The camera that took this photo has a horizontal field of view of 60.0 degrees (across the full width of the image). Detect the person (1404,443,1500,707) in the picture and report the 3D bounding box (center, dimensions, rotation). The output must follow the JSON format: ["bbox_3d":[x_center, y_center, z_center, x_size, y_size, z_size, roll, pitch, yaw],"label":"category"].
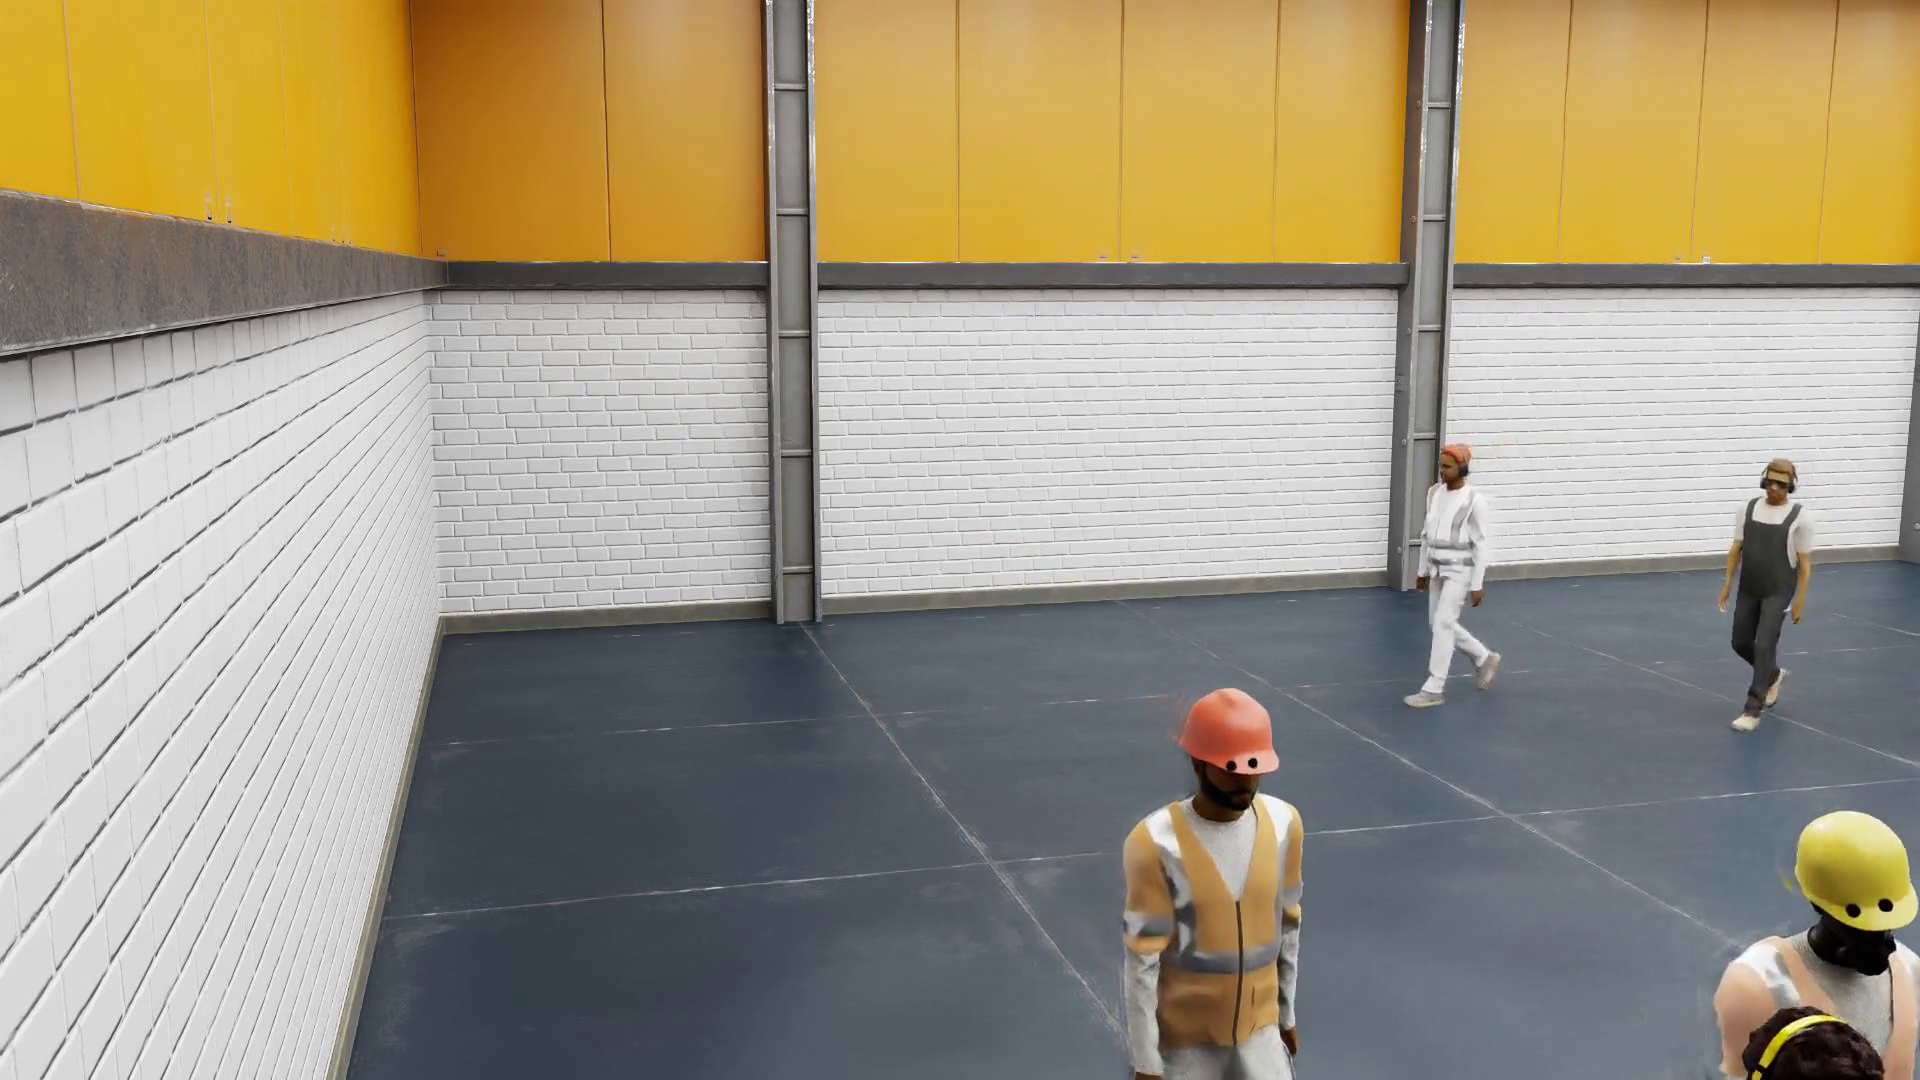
[{"bbox_3d":[3.506,0.236,11.701,0.798,1.861,0.591,-3,10,-20],"label":"person"}]

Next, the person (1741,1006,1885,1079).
[{"bbox_3d":[1.416,1.656,2.944,0.520,1.836,0.914,-3,10,-19],"label":"person"}]

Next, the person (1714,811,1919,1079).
[{"bbox_3d":[1.924,1.485,3.883,0.579,1.881,0.963,-3,9,-17],"label":"person"}]

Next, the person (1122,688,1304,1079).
[{"bbox_3d":[0.735,1.351,4.557,0.579,1.917,0.607,-3,10,-17],"label":"person"}]

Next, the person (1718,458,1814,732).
[{"bbox_3d":[5.420,0.344,11.145,0.725,1.827,0.531,-7,11,-36],"label":"person"}]
